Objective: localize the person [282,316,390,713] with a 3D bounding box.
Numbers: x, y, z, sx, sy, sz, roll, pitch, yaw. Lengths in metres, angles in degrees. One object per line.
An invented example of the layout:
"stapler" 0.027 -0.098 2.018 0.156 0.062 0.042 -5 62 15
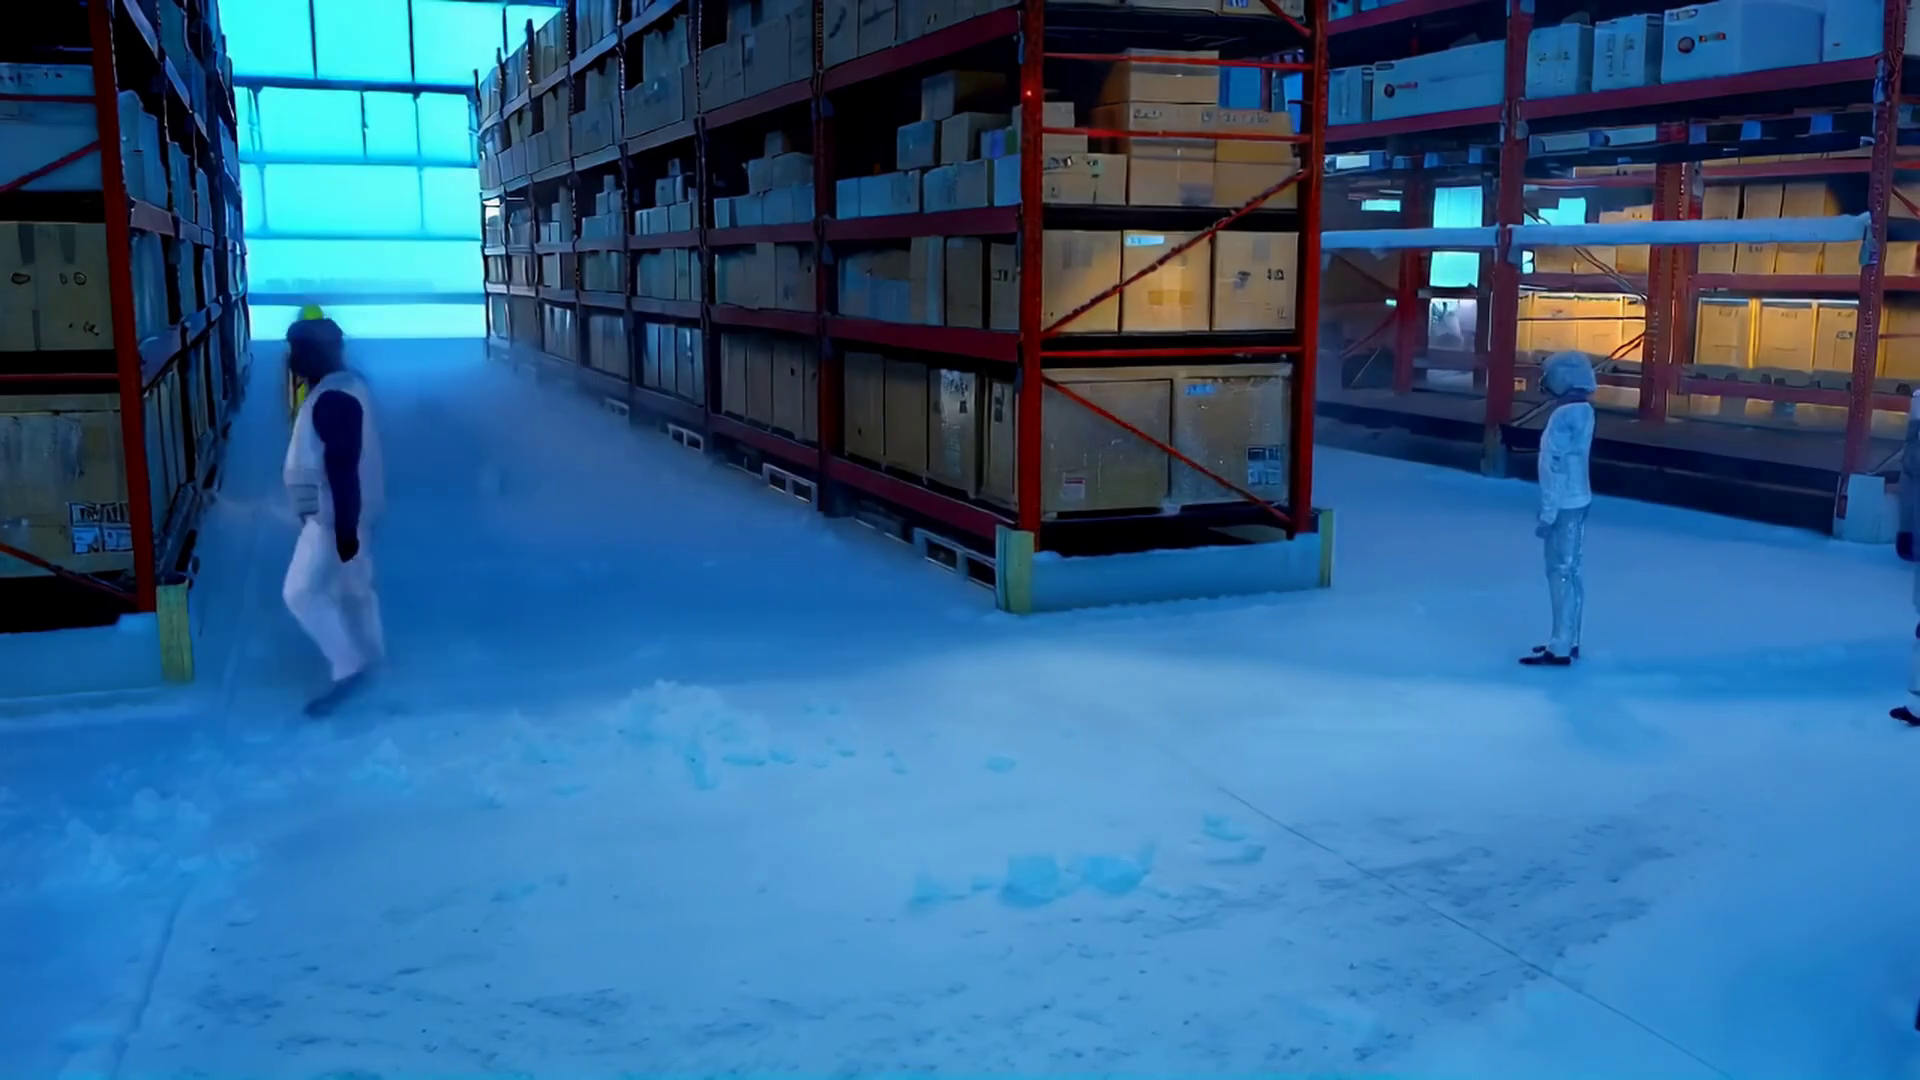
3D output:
"person" -2.895 -0.107 7.652 0.498 1.825 0.650 -3 10 -19

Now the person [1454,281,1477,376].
"person" 9.370 -3.863 30.457 0.541 1.727 0.897 -3 10 -17

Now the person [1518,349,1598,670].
"person" 3.073 -0.154 8.510 0.285 1.633 0.500 6 11 33

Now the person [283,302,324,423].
"person" -5.326 -1.091 13.788 0.493 1.745 0.290 1 10 7

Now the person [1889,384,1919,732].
"person" 4.466 -0.087 7.338 0.642 1.899 0.396 1 10 6
